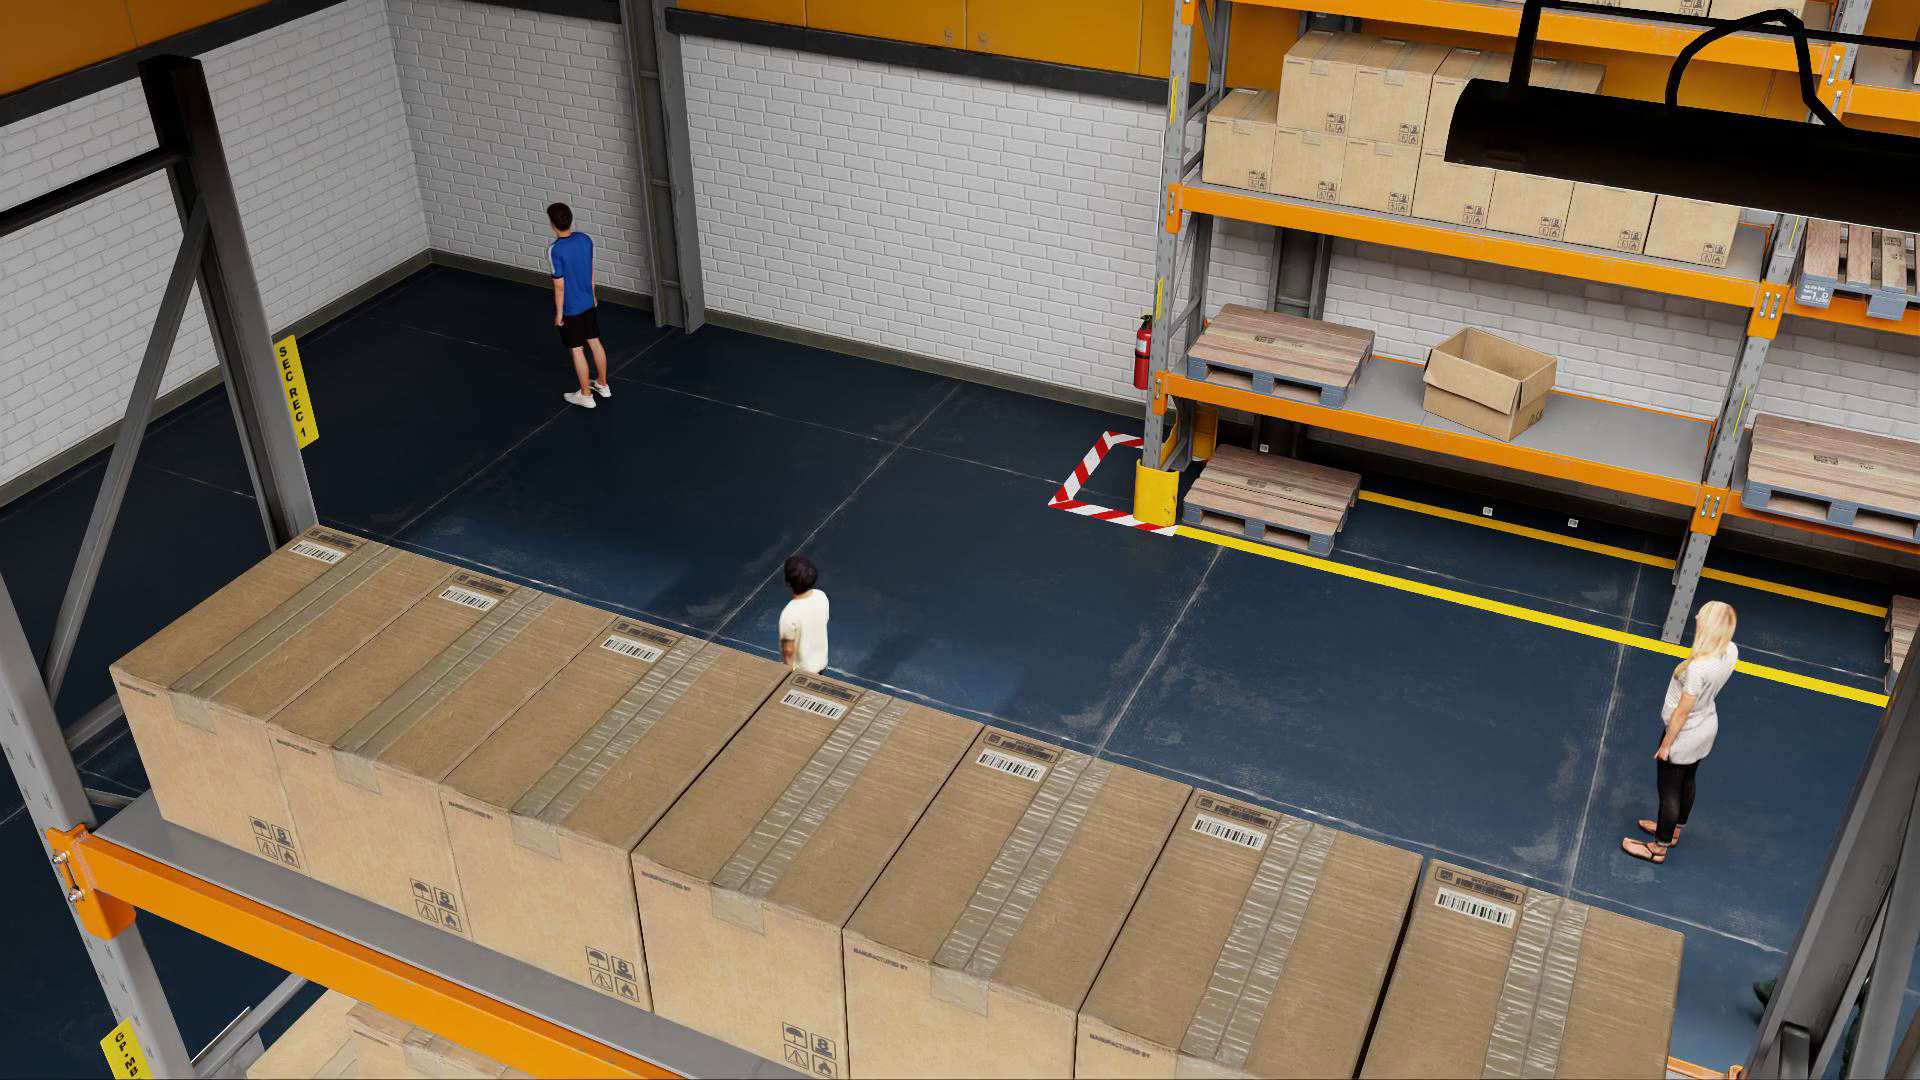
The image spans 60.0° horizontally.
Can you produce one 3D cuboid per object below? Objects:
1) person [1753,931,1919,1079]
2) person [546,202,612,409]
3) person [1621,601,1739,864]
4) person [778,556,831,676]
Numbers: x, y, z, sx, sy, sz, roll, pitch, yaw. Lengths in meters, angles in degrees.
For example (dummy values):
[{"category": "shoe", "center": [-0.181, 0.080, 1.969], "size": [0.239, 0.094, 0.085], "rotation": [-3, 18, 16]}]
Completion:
[{"category": "person", "center": [4.575, 2.015, 8.423], "size": [1.151, 1.821, 0.888], "rotation": [29, 43, 36]}, {"category": "person", "center": [-3.352, -2.061, 14.514], "size": [0.596, 1.866, 0.678], "rotation": [18, 38, 25]}, {"category": "person", "center": [4.288, 1.128, 9.754], "size": [0.655, 1.824, 0.650], "rotation": [-26, 42, -34]}, {"category": "person", "center": [-0.937, 0.816, 10.449], "size": [0.696, 1.575, 0.661], "rotation": [23, 40, 30]}]
